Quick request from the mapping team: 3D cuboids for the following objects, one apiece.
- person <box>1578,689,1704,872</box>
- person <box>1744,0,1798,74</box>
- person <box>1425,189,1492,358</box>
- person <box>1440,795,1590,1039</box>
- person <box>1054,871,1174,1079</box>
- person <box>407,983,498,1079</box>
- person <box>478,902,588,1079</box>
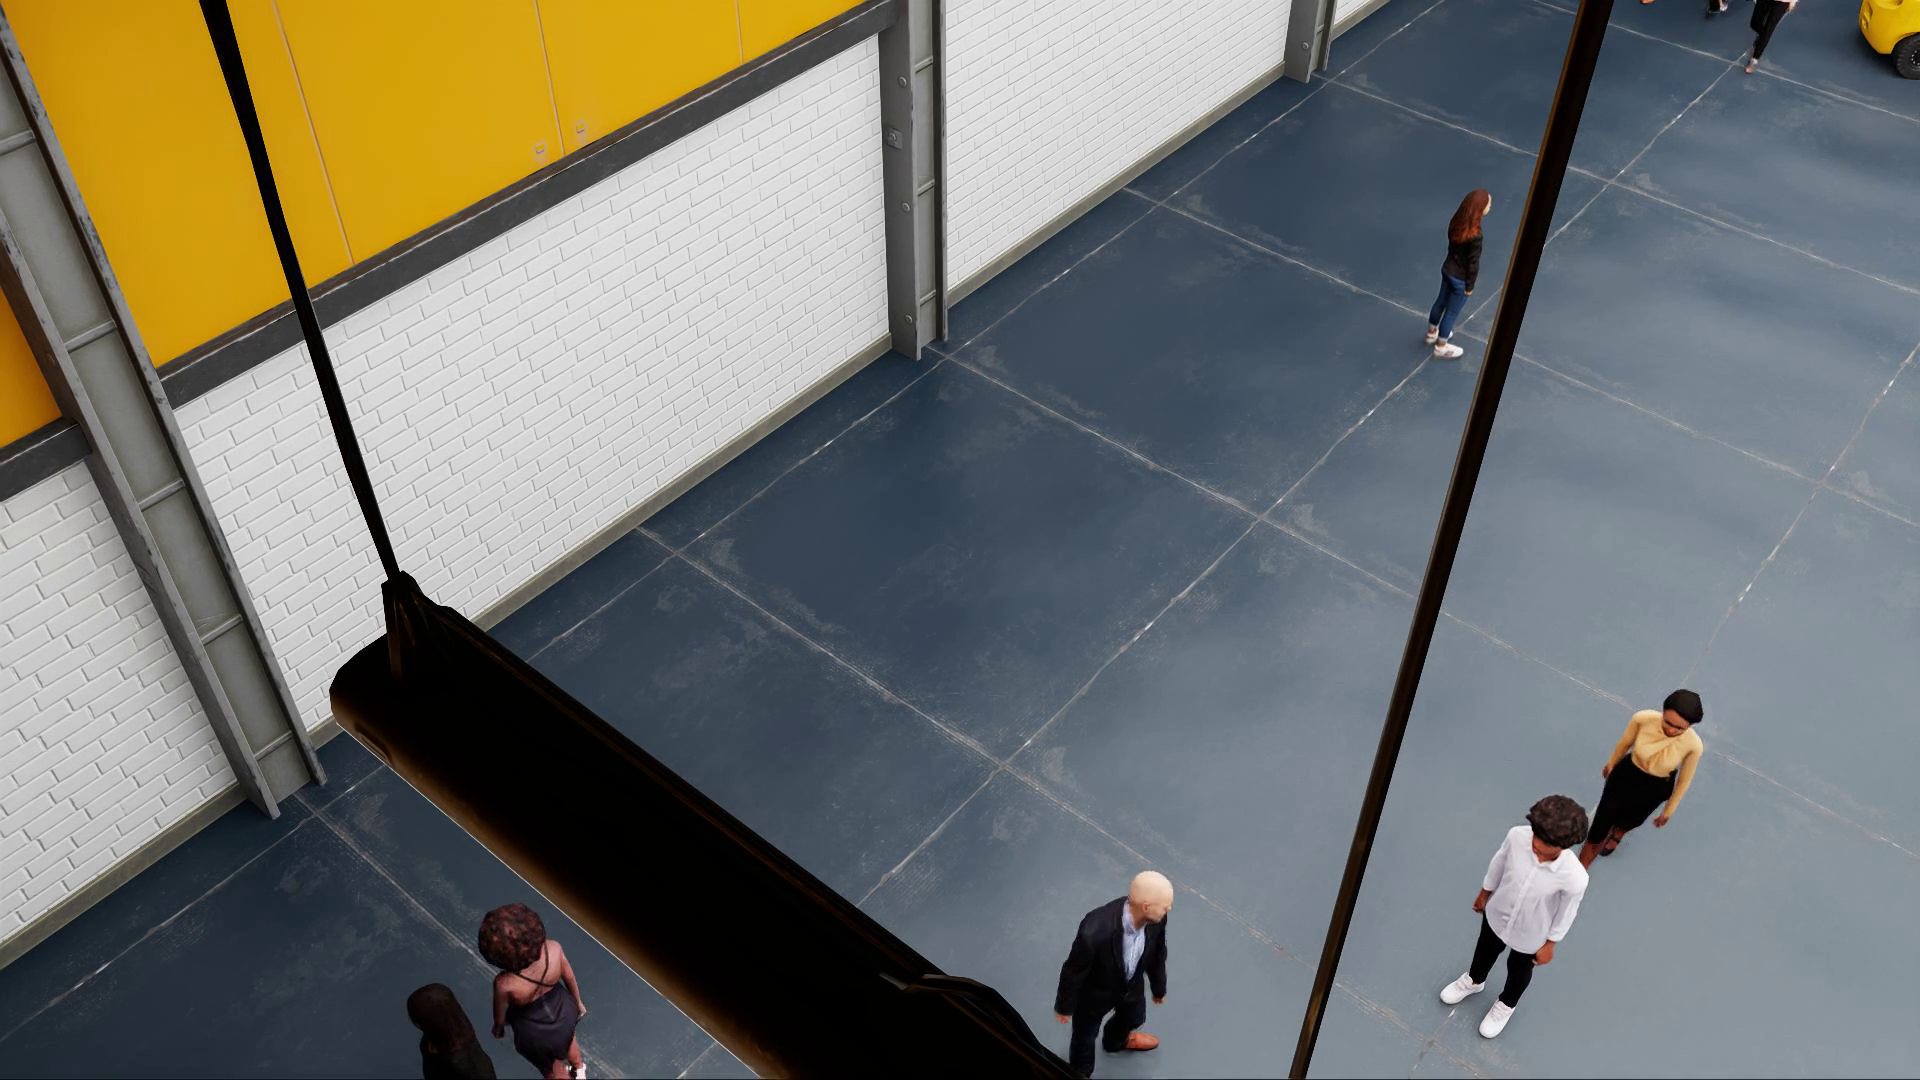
[{"bbox_3d":[3.872,1.343,9.388,0.649,1.625,0.967,26,49,25],"label":"person"},{"bbox_3d":[8.165,-5.442,16.623,0.562,1.469,0.818,29,51,27],"label":"person"},{"bbox_3d":[3.929,-2.123,13.130,0.667,1.481,0.634,-11,45,-11],"label":"person"},{"bbox_3d":[2.918,1.942,8.626,0.612,1.809,0.675,-29,51,-27],"label":"person"},{"bbox_3d":[0.697,2.254,8.329,0.742,1.767,0.971,-6,44,-7],"label":"person"},{"bbox_3d":[-2.371,2.624,8.027,0.640,1.646,0.644,-18,46,-18],"label":"person"},{"bbox_3d":[-1.972,2.431,8.143,0.602,1.767,0.561,30,51,28],"label":"person"}]
